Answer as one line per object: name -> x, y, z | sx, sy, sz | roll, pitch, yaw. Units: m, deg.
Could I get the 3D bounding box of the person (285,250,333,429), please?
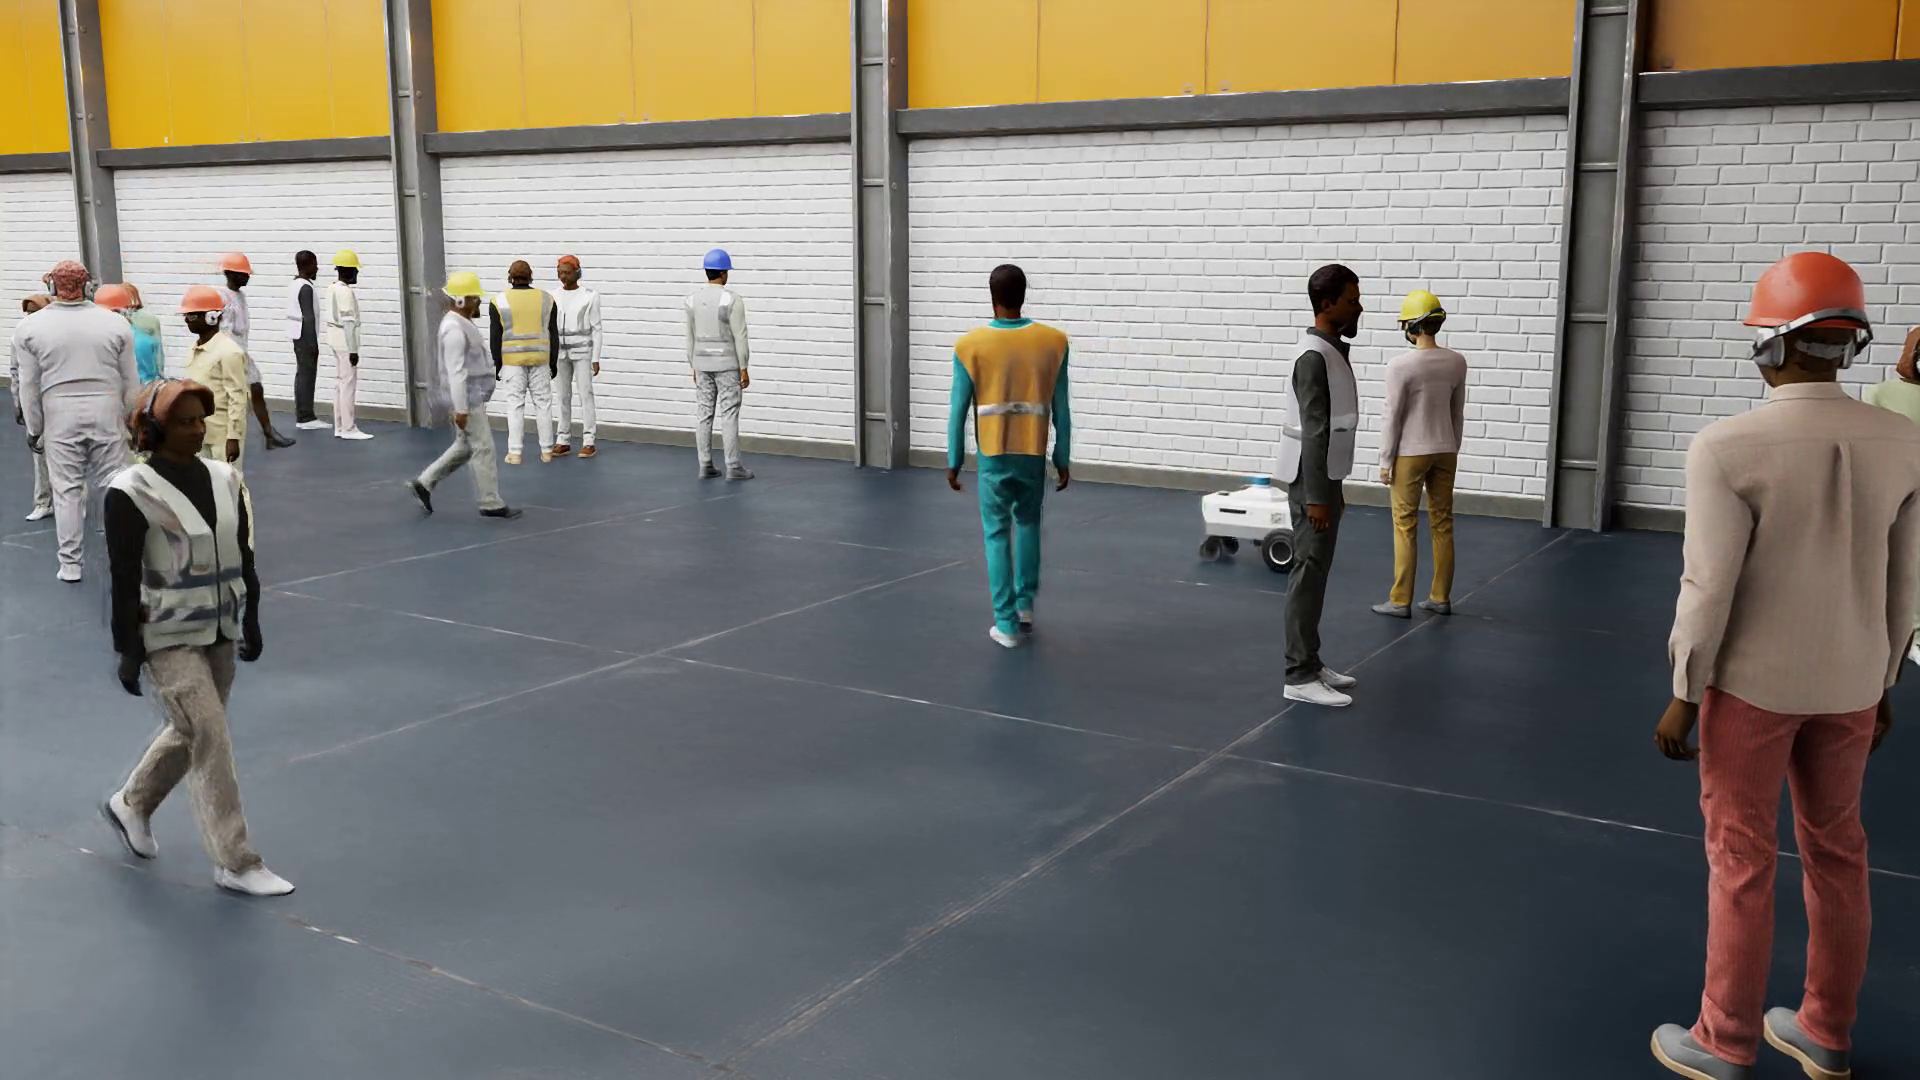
person -> -7.051, -2.152, 17.903 | 0.372, 1.914, 0.597 | -7, 12, -33

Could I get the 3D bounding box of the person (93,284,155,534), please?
person -> -5.815, -0.938, 11.703 | 0.560, 1.724, 0.703 | 7, 12, 33

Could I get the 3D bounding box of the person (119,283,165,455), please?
person -> -7.527, -1.520, 15.173 | 0.507, 1.635, 0.268 | -8, 13, -37

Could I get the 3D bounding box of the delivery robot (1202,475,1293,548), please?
delivery robot -> 1.882, -0.163, 10.390 | 0.707, 0.478, 0.477 | 6, 12, 32

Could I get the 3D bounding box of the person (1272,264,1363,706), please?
person -> 1.584, -0.247, 7.337 | 0.391, 1.920, 0.593 | 3, 11, 17

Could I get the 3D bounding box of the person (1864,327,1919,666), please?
person -> 4.515, -0.204, 7.887 | 0.507, 1.632, 0.265 | 3, 11, 17

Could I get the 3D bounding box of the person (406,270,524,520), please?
person -> -3.597, -1.027, 11.953 | 0.758, 1.812, 0.594 | -3, 11, -16

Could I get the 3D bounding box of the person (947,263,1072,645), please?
person -> 0.235, -0.434, 8.411 | 0.610, 1.899, 0.577 | -2, 10, -10

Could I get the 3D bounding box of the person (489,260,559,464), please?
person -> -3.952, -1.609, 15.103 | 0.627, 1.844, 0.429 | -5, 11, -27

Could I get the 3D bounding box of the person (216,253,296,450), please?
person -> -6.814, -1.770, 15.845 | 0.904, 1.896, 0.552 | 1, 10, 6

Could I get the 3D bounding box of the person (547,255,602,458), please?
person -> -3.616, -1.704, 15.509 | 0.572, 1.884, 0.356 | 2, 11, 13

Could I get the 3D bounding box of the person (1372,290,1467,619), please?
person -> 2.462, -0.452, 8.928 | 0.524, 1.761, 0.339 | -4, 11, -22

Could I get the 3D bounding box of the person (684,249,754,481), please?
person -> -2.032, -1.467, 14.016 | 0.605, 1.948, 0.385 | 5, 11, 26

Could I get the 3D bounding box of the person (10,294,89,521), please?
person -> -6.561, -0.951, 12.018 | 0.520, 1.636, 0.312 | -1, 10, -5

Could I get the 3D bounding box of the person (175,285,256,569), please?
person -> -4.540, -0.665, 10.113 | 0.563, 1.751, 0.330 | 8, 13, 38

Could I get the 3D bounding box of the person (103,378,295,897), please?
person -> -2.453, 0.292, 5.209 | 0.770, 1.614, 0.522 | 3, 11, 19

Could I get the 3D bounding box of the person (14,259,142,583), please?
person -> -5.205, -0.699, 9.879 | 0.641, 1.908, 0.407 | -6, 12, -30

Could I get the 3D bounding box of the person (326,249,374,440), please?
person -> -6.225, -1.982, 16.924 | 0.386, 1.926, 0.591 | -6, 12, -31

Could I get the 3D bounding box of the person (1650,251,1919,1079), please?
person -> 1.935, 0.330, 3.929 | 0.614, 1.993, 0.395 | -2, 10, -10
